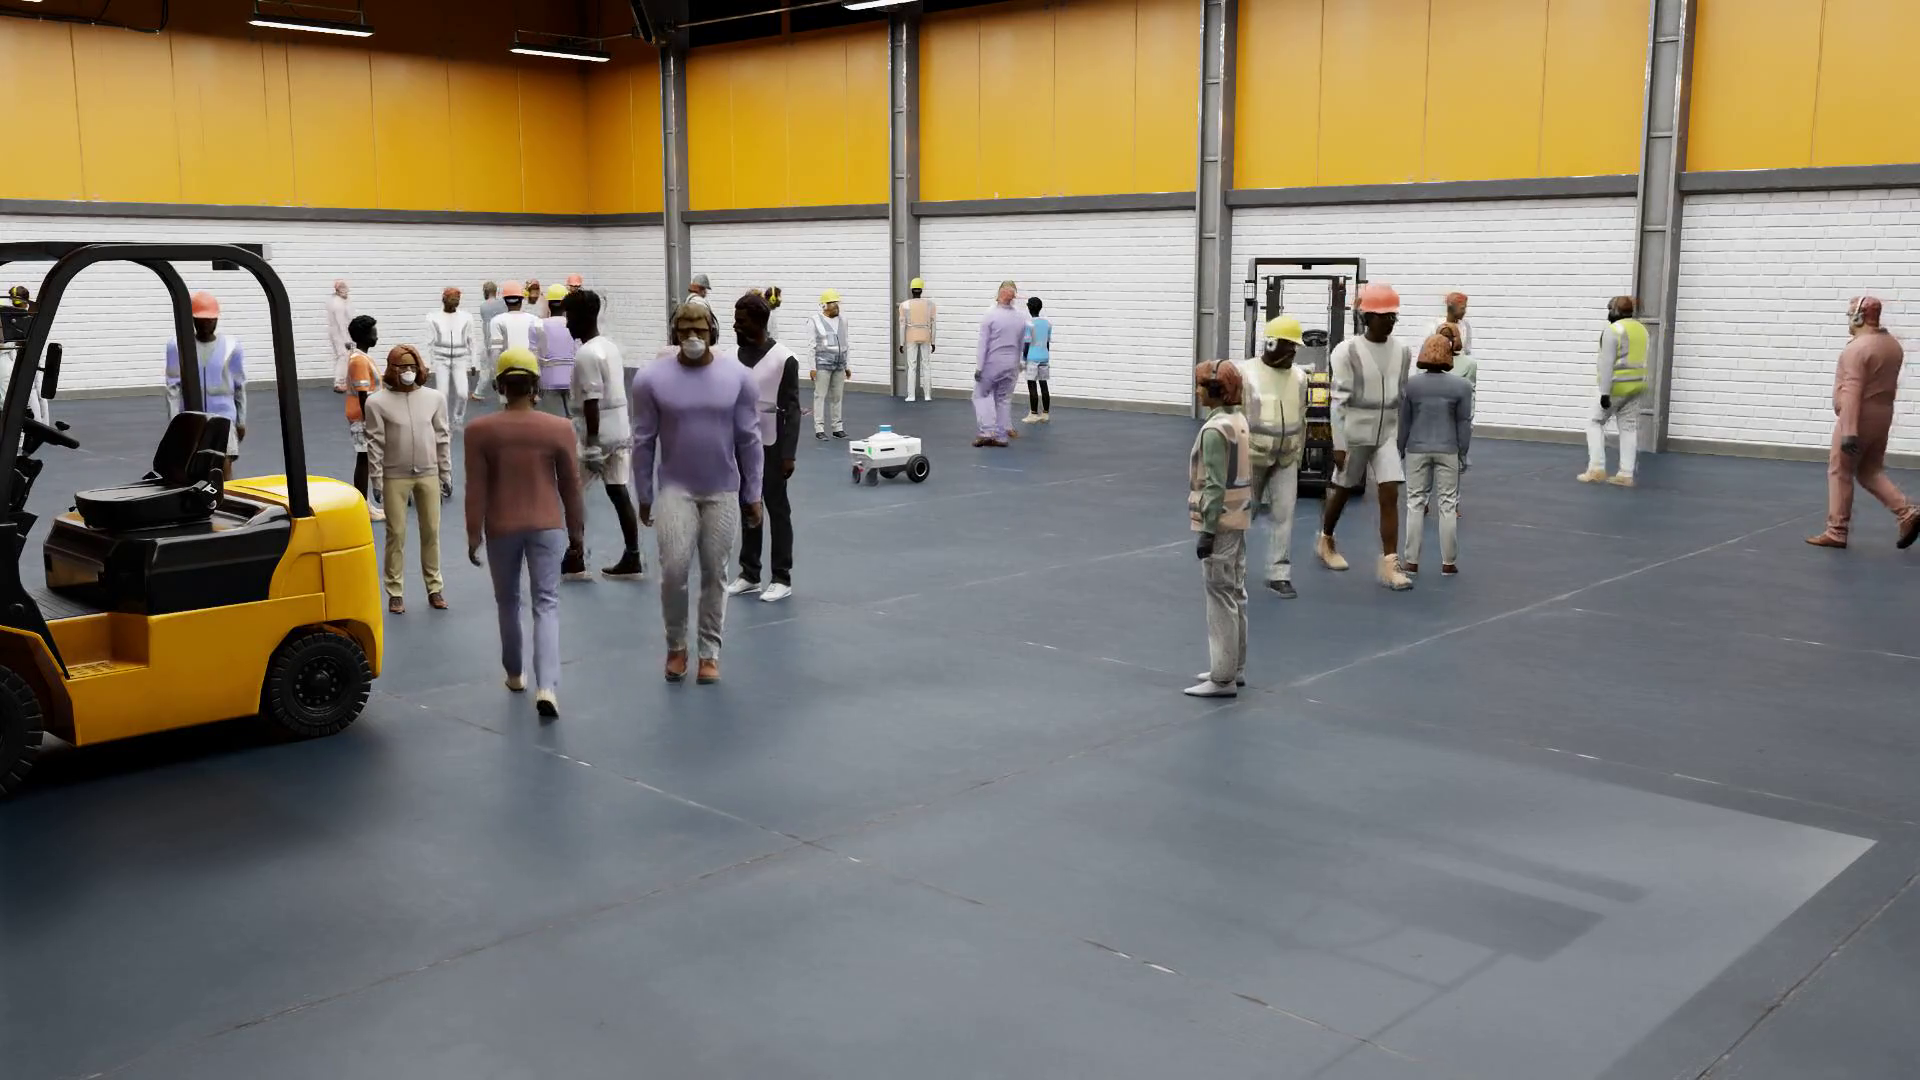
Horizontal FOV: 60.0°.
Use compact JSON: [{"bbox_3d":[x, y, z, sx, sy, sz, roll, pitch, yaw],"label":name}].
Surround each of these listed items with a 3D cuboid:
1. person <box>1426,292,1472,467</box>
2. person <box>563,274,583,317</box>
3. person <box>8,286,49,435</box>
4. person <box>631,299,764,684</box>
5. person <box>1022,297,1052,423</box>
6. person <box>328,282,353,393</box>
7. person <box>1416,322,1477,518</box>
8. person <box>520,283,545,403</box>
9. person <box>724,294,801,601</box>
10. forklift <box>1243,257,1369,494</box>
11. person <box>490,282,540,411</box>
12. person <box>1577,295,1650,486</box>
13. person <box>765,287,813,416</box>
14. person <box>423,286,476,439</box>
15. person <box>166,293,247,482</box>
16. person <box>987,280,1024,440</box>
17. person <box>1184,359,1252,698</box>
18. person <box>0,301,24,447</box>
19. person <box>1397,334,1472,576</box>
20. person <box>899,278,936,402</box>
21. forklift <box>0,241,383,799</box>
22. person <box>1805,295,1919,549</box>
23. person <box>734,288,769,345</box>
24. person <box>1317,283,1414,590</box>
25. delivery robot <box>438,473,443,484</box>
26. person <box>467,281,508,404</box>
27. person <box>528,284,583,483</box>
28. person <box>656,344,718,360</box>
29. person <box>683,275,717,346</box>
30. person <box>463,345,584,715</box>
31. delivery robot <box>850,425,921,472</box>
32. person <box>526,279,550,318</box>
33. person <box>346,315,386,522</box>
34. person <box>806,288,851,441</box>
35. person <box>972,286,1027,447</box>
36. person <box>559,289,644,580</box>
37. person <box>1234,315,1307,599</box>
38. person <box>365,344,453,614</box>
[{"bbox_3d":[5.083,-1.705,17.602,0.623,1.849,0.973,-5,11,-28],"label":"person"},{"bbox_3d":[-6.014,-3.167,26.067,0.612,1.995,0.393,-6,11,-34],"label":"person"},{"bbox_3d":[-11.482,-2.188,20.473,0.328,1.865,0.517,-1,9,-4],"label":"person"},{"bbox_3d":[-1.290,-0.225,8.248,0.642,1.920,0.442,-2,10,-13],"label":"person"},{"bbox_3d":[1.017,-2.415,22.361,0.318,1.698,0.539,9,13,44],"label":"person"},{"bbox_3d":[-10.339,-3.385,27.849,0.398,1.860,0.726,-5,10,-28],"label":"person"},{"bbox_3d":[4.029,-0.994,13.853,0.502,1.633,0.280,3,10,16],"label":"person"},{"bbox_3d":[-6.558,-3.027,25.641,0.548,1.847,0.537,-9,13,-43],"label":"person"},{"bbox_3d":[-1.243,-0.578,10.441,0.590,1.916,0.396,7,11,35],"label":"person"},{"bbox_3d":[3.309,-1.629,16.029,1.214,2.155,2.313,2,9,11],"label":"forklift"},{"bbox_3d":[-4.760,-1.794,17.850,0.551,1.928,0.377,-5,11,-30],"label":"person"},{"bbox_3d":[6.274,-1.428,15.959,0.641,1.817,0.609,-5,11,-29],"label":"person"},{"bbox_3d":[-2.585,-2.578,23.009,0.995,1.817,0.538,-2,9,-13],"label":"person"},{"bbox_3d":[-6.201,-2.146,20.187,0.647,1.868,0.411,-4,10,-24],"label":"person"},{"bbox_3d":[-5.737,-0.930,12.692,0.553,1.879,1.016,-3,10,-19],"label":"person"},{"bbox_3d":[0.551,-2.179,20.193,0.378,1.937,0.629,8,12,40],"label":"person"},{"bbox_3d":[1.262,-0.054,8.075,0.310,1.638,0.523,4,10,22],"label":"person"},{"bbox_3d":[-11.062,-1.915,19.161,0.304,1.743,0.494,-1,9,-5],"label":"person"},{"bbox_3d":[3.190,-0.571,11.256,0.501,1.633,0.285,2,10,15],"label":"person"},{"bbox_3d":[-0.663,-3.112,25.940,0.586,1.928,0.369,-2,9,-11],"label":"person"},{"bbox_3d":[-3.706,-0.171,7.093,1.214,2.155,2.313,9,13,43],"label":"forklift"},{"bbox_3d":[6.671,-0.843,12.159,0.652,1.883,0.710,-6,11,-32],"label":"person"},{"bbox_3d":[-2.397,-2.001,19.381,0.342,1.846,0.508,7,12,37],"label":"person"},{"bbox_3d":[2.697,-0.712,11.065,0.607,1.983,1.085,-3,10,-15],"label":"person"},{"bbox_3d":[-4.804,-0.665,14.849,0.477,0.478,0.707,-3,10,-19],"label":"delivery robot"},{"bbox_3d":[-7.095,-3.002,25.415,1.049,1.886,0.652,4,10,24],"label":"person"},{"bbox_3d":[-3.884,-1.513,16.132,0.595,1.925,0.375,-4,10,-25],"label":"person"},{"bbox_3d":[-2.264,-1.065,13.881,0.534,1.767,0.320,-3,10,-17],"label":"person"},{"bbox_3d":[-4.011,-3.070,25.337,0.587,2.000,0.869,-5,10,-28],"label":"person"},{"bbox_3d":[-2.046,-0.054,7.838,0.538,1.715,0.908,-2,10,-14],"label":"person"},{"bbox_3d":[-0.721,-0.867,16.086,0.707,0.478,0.477,-9,13,-43],"label":"delivery robot"},{"bbox_3d":[-7.002,-3.344,27.446,0.407,1.902,0.639,2,9,12],"label":"person"},{"bbox_3d":[-4.880,-0.996,13.670,0.316,1.696,0.541,-3,10,-19],"label":"person"},{"bbox_3d":[-1.568,-2.116,20.104,0.600,1.836,0.404,-7,12,-38],"label":"person"},{"bbox_3d":[0.425,-1.992,19.235,0.677,1.873,0.458,-7,12,-38],"label":"person"},{"bbox_3d":[-2.490,-0.682,11.014,0.815,1.928,0.652,2,9,9],"label":"person"},{"bbox_3d":[1.964,-0.555,10.711,0.598,1.785,0.839,-3,10,-15],"label":"person"},{"bbox_3d":[-3.318,-0.368,10.043,0.493,1.624,0.280,-7,11,-36],"label":"person"}]
